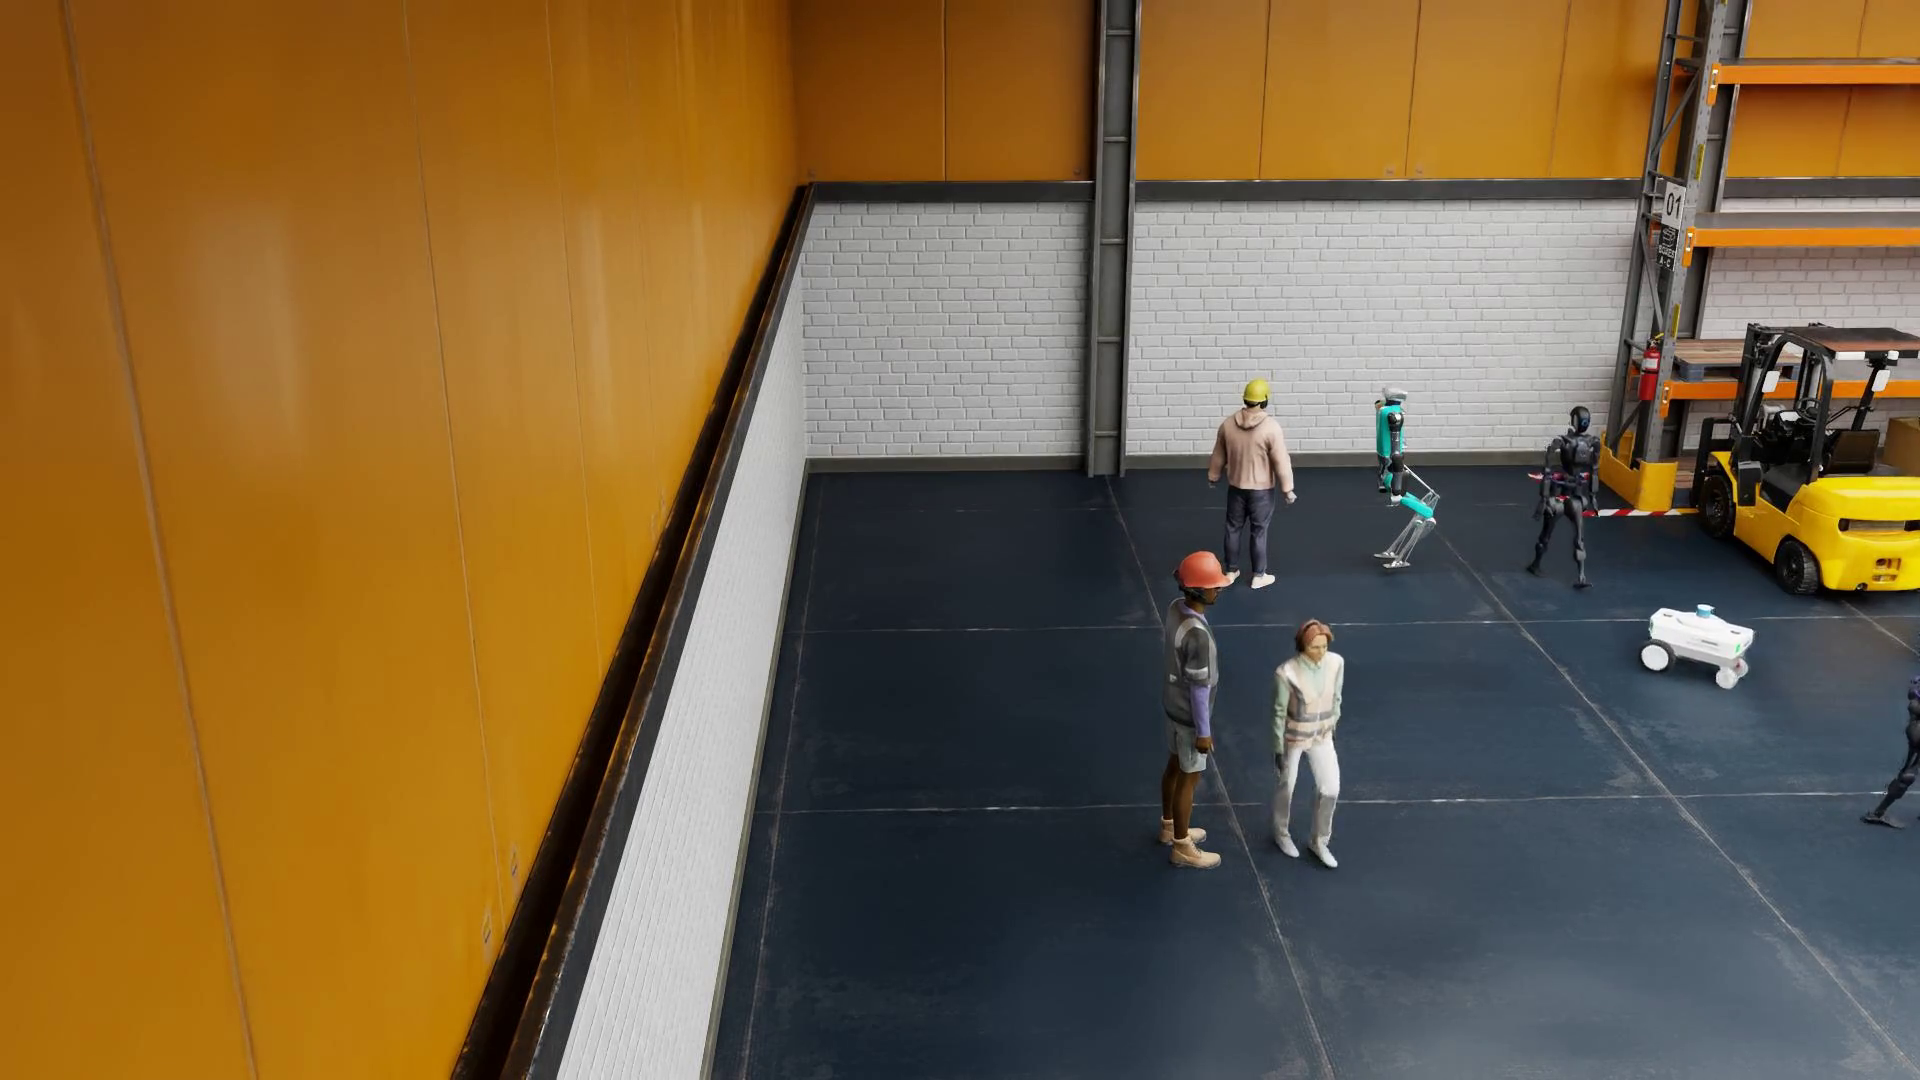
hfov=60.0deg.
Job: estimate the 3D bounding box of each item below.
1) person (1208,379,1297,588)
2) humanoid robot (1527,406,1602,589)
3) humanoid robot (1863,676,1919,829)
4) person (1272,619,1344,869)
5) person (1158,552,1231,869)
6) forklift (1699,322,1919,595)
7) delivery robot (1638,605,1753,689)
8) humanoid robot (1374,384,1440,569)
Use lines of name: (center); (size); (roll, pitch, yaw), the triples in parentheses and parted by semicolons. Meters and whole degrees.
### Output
person: (2.531, -0.487, 14.563); (0.807, 1.868, 0.411); (13, 24, 30)
humanoid robot: (5.342, -0.376, 14.593); (0.604, 1.622, 0.782); (-5, 21, -13)
humanoid robot: (6.214, 1.113, 10.535); (0.663, 1.628, 0.611); (10, 23, 26)
person: (2.137, 1.259, 10.172); (0.544, 1.615, 0.602); (-8, 22, -20)
person: (1.430, 1.031, 10.201); (0.371, 2.044, 0.606); (-2, 20, -7)
forklift: (7.809, -0.792, 14.926); (1.214, 2.155, 2.313); (-1, 20, -2)
delivery robot: (5.763, 0.794, 12.975); (0.772, 0.586, 0.499); (17, 26, 38)
humanoid robot: (4.004, -0.566, 14.772); (0.735, 1.677, 0.533); (-1, 20, -2)
